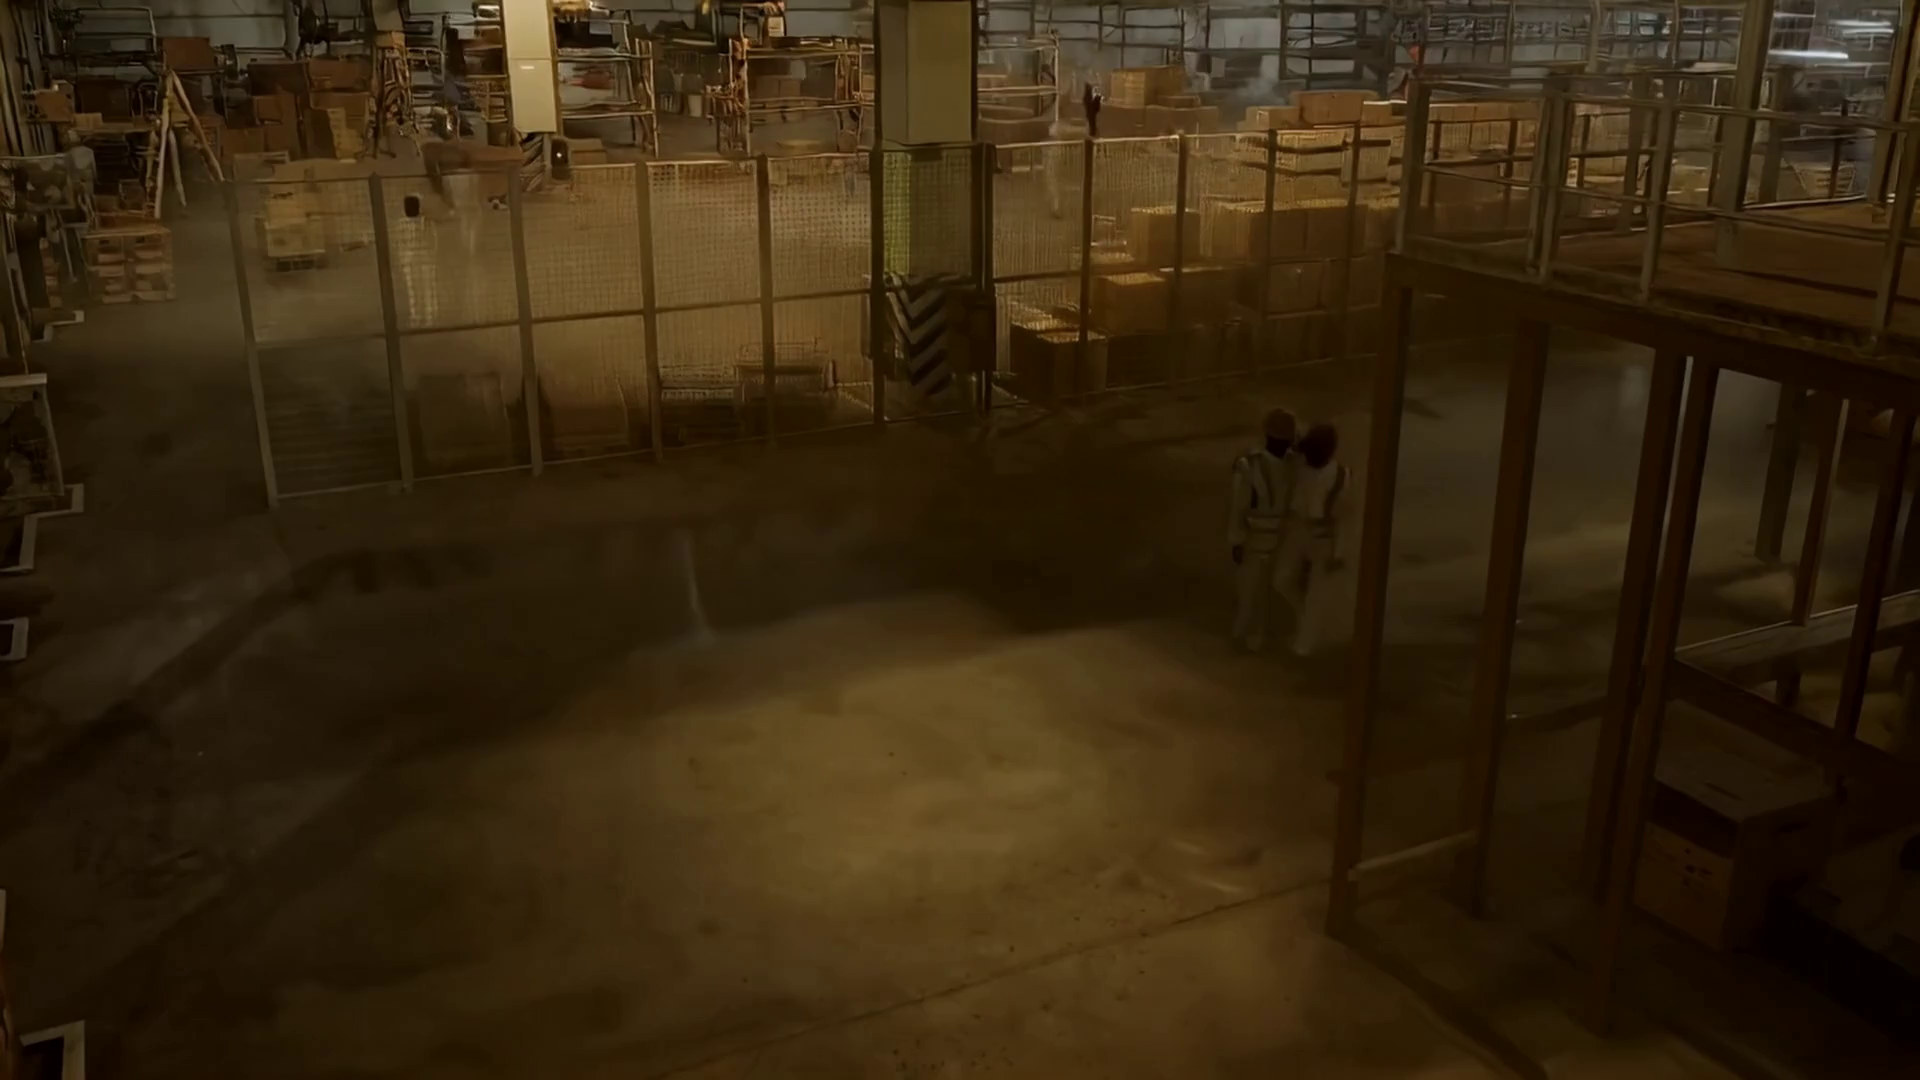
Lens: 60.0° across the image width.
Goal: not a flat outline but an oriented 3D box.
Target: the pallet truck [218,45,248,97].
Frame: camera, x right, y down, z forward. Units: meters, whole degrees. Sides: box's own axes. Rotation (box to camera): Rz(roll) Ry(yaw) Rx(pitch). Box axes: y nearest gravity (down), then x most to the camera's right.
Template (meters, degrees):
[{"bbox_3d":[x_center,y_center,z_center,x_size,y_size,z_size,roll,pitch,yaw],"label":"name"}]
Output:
[{"bbox_3d":[-28.879,-18.665,66.111,0.823,1.965,1.885,-3,19,-9],"label":"pallet truck"}]

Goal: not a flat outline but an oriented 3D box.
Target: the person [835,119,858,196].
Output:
[{"bbox_3d":[-2.557,-8.614,37.442,0.535,1.694,0.321,5,20,14],"label":"person"}]

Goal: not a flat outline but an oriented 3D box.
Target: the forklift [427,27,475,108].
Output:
[{"bbox_3d":[-18.424,-17.180,60.473,1.873,2.768,1.129,-9,21,-25],"label":"forklift"}]

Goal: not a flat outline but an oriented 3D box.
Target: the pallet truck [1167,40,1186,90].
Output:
[{"bbox_3d":[9.045,-19.971,69.895,0.823,1.965,1.885,-3,19,-8],"label":"pallet truck"}]

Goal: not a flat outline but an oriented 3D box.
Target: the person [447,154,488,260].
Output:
[{"bbox_3d":[-8.626,-5.880,29.304,0.663,1.822,0.627,3,19,7],"label":"person"}]

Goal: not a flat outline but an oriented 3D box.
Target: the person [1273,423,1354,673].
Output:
[{"bbox_3d":[2.539,0.006,12.195,0.640,1.858,0.689,7,20,18],"label":"person"}]

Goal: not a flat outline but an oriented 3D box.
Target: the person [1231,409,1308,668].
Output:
[{"bbox_3d":[2.266,-0.015,12.122,0.614,1.945,0.402,-7,20,-18],"label":"person"}]

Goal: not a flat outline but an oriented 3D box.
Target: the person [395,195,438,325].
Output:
[{"bbox_3d":[-7.807,-4.020,23.890,0.633,1.842,0.429,5,20,13],"label":"person"}]

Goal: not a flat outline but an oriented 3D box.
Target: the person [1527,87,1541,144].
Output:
[{"bbox_3d":[15.783,-11.470,45.534,0.560,1.818,0.942,-6,20,-18],"label":"person"}]

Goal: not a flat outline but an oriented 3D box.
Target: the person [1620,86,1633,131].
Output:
[{"bbox_3d":[17.773,-11.146,44.458,0.546,1.915,0.884,-11,22,-30],"label":"person"}]

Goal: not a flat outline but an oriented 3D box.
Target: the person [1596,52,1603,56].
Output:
[{"bbox_3d":[27.846,-20.887,72.850,0.730,1.809,0.667,17,25,39],"label":"person"}]

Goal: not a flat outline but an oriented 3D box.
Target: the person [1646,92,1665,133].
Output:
[{"bbox_3d":[18.244,-10.888,43.888,0.538,1.791,0.648,5,20,15],"label":"person"}]

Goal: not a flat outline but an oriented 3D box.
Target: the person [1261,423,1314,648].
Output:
[{"bbox_3d":[2.522,-0.023,12.520,0.529,1.714,0.325,-14,24,-36],"label":"person"}]

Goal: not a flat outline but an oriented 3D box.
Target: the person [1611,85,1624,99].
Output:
[{"bbox_3d":[19.002,-12.306,48.171,0.532,1.665,0.793,-6,20,-17],"label":"person"}]

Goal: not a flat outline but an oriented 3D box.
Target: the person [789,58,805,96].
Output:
[{"bbox_3d":[-6.089,-17.159,61.869,0.722,1.910,0.614,-12,23,-32],"label":"person"}]

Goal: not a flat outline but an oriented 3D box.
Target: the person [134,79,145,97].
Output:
[{"bbox_3d":[-25.263,-13.411,51.436,0.516,1.634,0.313,8,21,22],"label":"person"}]

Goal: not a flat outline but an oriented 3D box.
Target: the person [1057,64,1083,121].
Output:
[{"bbox_3d":[3.656,-14.894,55.406,0.928,1.855,0.579,-5,20,-14],"label":"person"}]

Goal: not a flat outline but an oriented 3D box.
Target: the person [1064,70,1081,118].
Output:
[{"bbox_3d":[3.805,-15.106,56.351,0.611,1.622,0.525,-4,20,-13],"label":"person"}]

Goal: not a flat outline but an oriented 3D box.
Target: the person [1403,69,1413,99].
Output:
[{"bbox_3d":[13.861,-13.589,51.513,0.391,1.920,0.593,2,19,6],"label":"person"}]

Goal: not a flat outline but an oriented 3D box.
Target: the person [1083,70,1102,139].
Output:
[{"bbox_3d":[3.959,-12.932,49.426,0.617,2.000,0.706,-3,19,-8],"label":"person"}]

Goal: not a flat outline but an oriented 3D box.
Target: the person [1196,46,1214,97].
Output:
[{"bbox_3d":[9.719,-18.547,65.826,0.625,1.948,0.984,-7,20,-19],"label":"person"}]

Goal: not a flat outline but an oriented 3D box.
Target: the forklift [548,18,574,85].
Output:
[{"bbox_3d":[-17.786,-21.034,71.642,1.873,2.768,1.129,-12,22,-31],"label":"forklift"}]

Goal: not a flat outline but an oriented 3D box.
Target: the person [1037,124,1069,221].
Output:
[{"bbox_3d":[1.863,-7.489,33.854,0.625,1.909,0.759,-8,21,-21],"label":"person"}]

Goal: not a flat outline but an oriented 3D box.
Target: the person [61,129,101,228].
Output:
[{"bbox_3d":[-17.238,-7.065,32.591,0.388,1.926,0.590,15,24,37],"label":"person"}]

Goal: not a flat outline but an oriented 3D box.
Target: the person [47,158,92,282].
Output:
[{"bbox_3d":[-14.488,-5.216,27.122,0.611,1.997,0.372,-17,26,-41],"label":"person"}]

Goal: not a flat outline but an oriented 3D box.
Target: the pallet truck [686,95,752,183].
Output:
[{"bbox_3d":[-5.836,-9.608,39.856,0.823,1.965,1.885,10,22,27],"label":"pallet truck"}]
